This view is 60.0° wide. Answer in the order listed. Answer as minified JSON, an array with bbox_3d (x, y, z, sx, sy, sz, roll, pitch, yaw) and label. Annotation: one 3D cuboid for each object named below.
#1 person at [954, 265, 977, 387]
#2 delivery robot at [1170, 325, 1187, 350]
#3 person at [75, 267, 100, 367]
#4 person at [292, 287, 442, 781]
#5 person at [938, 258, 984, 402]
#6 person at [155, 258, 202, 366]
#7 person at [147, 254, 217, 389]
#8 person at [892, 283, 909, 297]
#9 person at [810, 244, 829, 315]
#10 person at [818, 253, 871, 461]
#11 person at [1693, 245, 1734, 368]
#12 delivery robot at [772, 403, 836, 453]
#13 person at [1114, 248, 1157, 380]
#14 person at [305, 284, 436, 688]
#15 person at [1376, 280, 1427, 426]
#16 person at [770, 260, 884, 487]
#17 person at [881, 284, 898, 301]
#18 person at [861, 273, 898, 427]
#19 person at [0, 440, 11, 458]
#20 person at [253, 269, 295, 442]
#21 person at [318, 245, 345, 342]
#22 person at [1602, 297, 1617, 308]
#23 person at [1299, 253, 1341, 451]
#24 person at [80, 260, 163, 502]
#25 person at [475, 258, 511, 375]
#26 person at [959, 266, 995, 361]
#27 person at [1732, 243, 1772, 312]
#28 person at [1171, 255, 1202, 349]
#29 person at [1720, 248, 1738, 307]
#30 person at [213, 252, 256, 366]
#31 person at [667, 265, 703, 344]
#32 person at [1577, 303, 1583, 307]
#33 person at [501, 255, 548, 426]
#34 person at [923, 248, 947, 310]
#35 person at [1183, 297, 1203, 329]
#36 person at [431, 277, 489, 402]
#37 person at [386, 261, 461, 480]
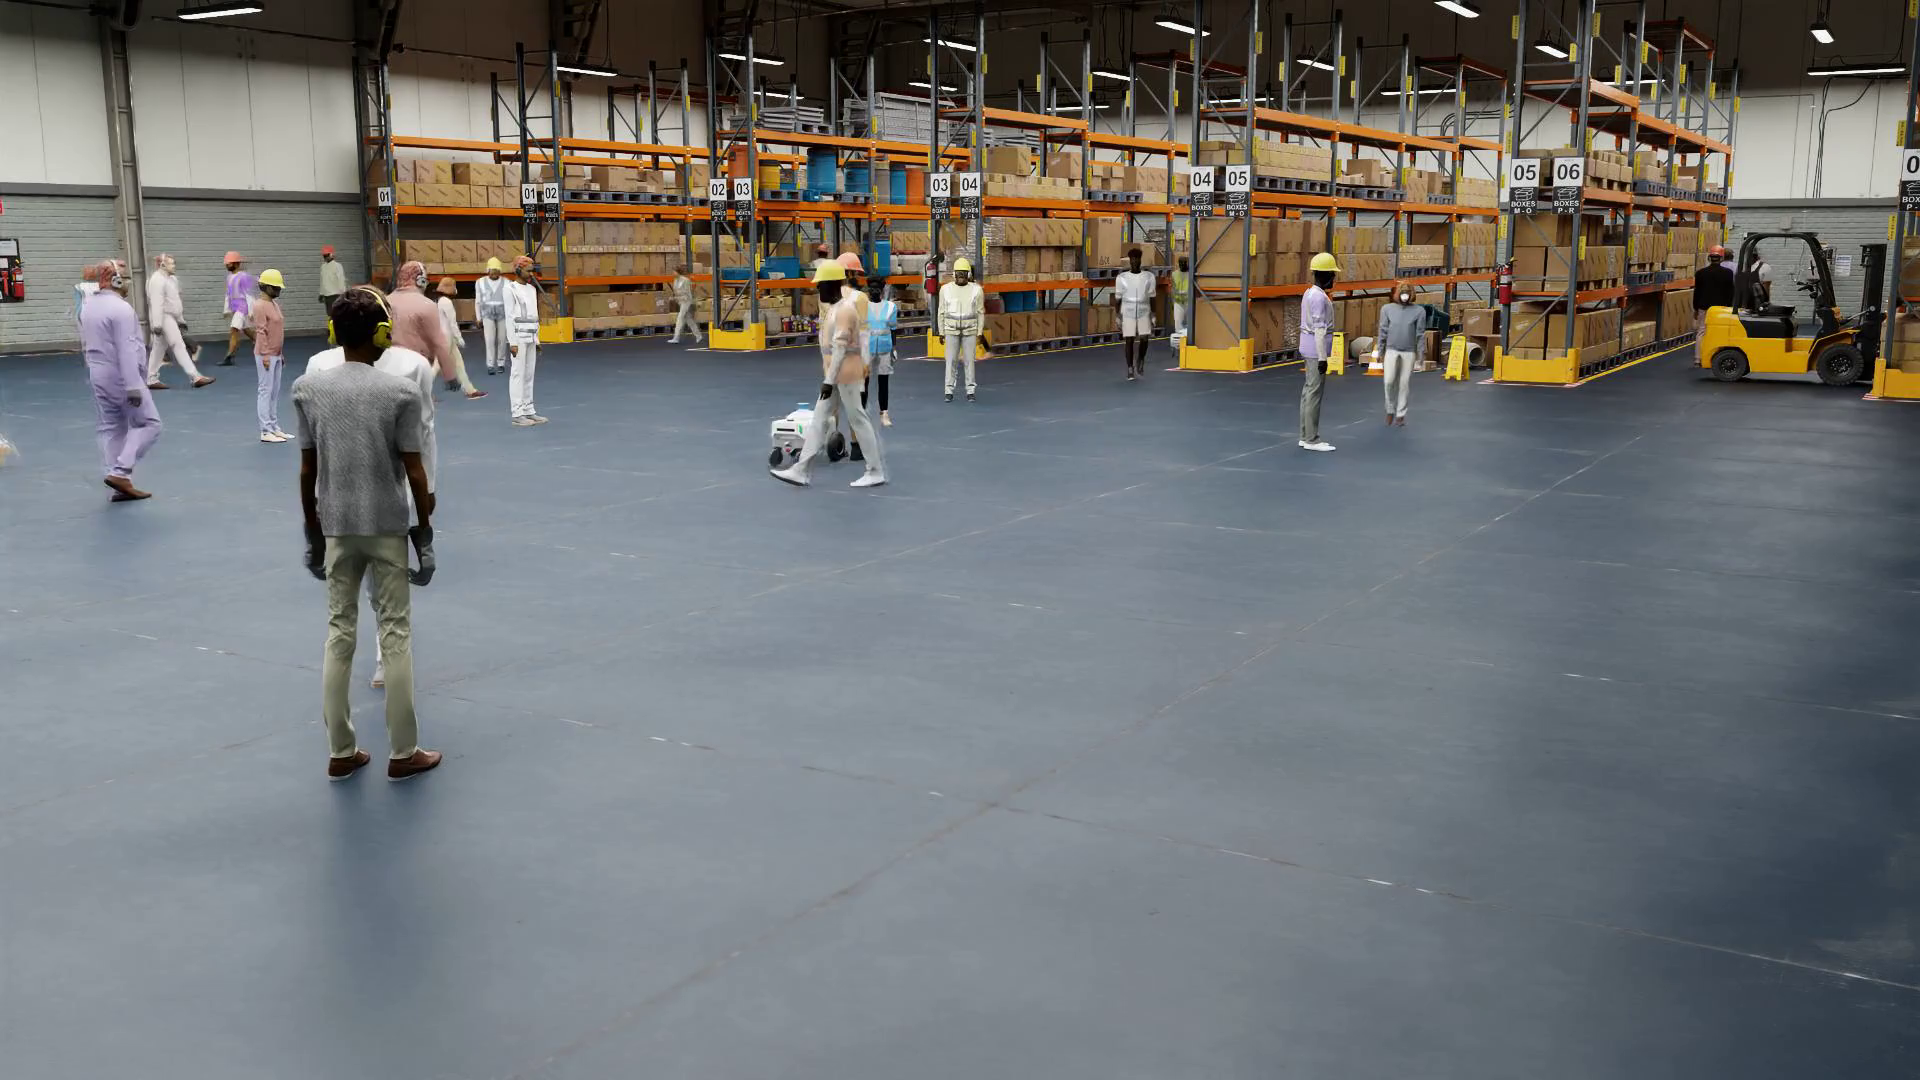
[{"bbox_3d":[0.065,-3.030,23.501,0.493,1.740,0.325,-2,10,-13],"label":"person"},{"bbox_3d":[4.073,-3.609,29.803,0.477,0.478,0.707,8,13,37],"label":"delivery robot"},{"bbox_3d":[-14.223,-3.662,27.325,0.513,1.641,0.307,-5,11,-28],"label":"person"},{"bbox_3d":[-2.227,-0.008,6.264,0.506,1.856,0.311,0,10,1],"label":"person"},{"bbox_3d":[0.011,-2.670,21.216,0.591,1.837,0.403,0,10,0],"label":"person"},{"bbox_3d":[-12.990,-3.774,27.457,0.514,1.828,0.696,8,13,37],"label":"person"},{"bbox_3d":[-10.868,-3.018,23.057,0.968,1.860,0.664,-3,11,-18],"label":"person"},{"bbox_3d":[-1.728,-7.445,47.732,0.590,1.920,0.398,6,12,28],"label":"person"},{"bbox_3d":[-3.329,-6.092,39.953,0.607,2.004,1.030,6,12,29],"label":"person"},{"bbox_3d":[-1.058,-1.712,15.576,0.547,1.934,0.376,6,12,31],"label":"person"},{"bbox_3d":[12.225,-3.776,27.014,0.604,1.986,0.406,9,13,41],"label":"person"},{"bbox_3d":[-1.434,-1.019,15.296,0.477,0.478,0.707,4,11,23],"label":"delivery robot"},{"bbox_3d":[2.592,-3.327,24.557,0.639,1.949,0.426,0,10,1],"label":"person"},{"bbox_3d":[-2.793,-0.294,7.934,0.585,1.847,0.983,-2,10,-11],"label":"person"},{"bbox_3d":[4.882,-2.062,18.397,0.531,1.614,0.453,2,10,13],"label":"person"},{"bbox_3d":[-1.065,-1.347,13.678,0.974,1.874,0.607,-4,11,-20],"label":"person"},{"bbox_3d":[-1.843,-6.457,42.436,0.539,1.824,0.937,5,11,25],"label":"person"},{"bbox_3d":[-0.938,-2.081,18.316,0.530,1.693,0.321,-3,10,-14],"label":"person"},{"bbox_3d":[-9.077,-1.505,14.811,0.940,1.801,0.609,-8,13,-39],"label":"person"},{"bbox_3d":[-7.035,-1.882,17.028,0.335,1.759,0.523,-1,10,-4],"label":"person"},{"bbox_3d":[-12.959,-5.067,34.240,0.621,1.978,0.430,8,13,38],"label":"person"},{"bbox_3d":[14.189,-5.462,36.352,0.630,2.011,0.839,7,12,34],"label":"person"},{"bbox_3d":[3.513,-1.836,16.292,0.367,1.927,0.587,0,10,3],"label":"person"},{"bbox_3d":[-6.535,-1.231,12.987,0.676,1.891,0.432,8,13,37],"label":"person"},{"bbox_3d":[-7.179,-3.459,25.747,0.617,1.796,0.768,-3,11,-16],"label":"person"},{"bbox_3d":[0.248,-3.895,28.586,0.744,1.647,0.592,2,10,11],"label":"person"},{"bbox_3d":[14.020,-4.275,29.637,0.539,2.000,0.702,-10,14,-43],"label":"person"},{"bbox_3d":[4.406,-4.602,32.211,0.646,1.803,0.920,5,11,26],"label":"person"},{"bbox_3d":[14.496,-4.558,31.547,0.638,1.944,0.484,5,11,27],"label":"person"},{"bbox_3d":[-11.983,-3.849,27.708,0.558,1.891,1.024,10,14,43],"label":"person"},{"bbox_3d":[-5.561,-4.781,33.733,0.835,1.586,0.562,-7,12,-34],"label":"person"},{"bbox_3d":[14.485,-5.966,39.608,0.984,1.857,0.668,5,11,28],"label":"person"},{"bbox_3d":[-4.862,-2.221,18.563,0.356,1.886,0.574,3,10,15],"label":"person"},{"bbox_3d":[-0.423,-4.600,31.783,0.638,1.922,0.556,4,11,21],"label":"person"},{"bbox_3d":[4.668,-4.879,33.699,0.605,1.808,0.661,9,14,41],"label":"person"},{"bbox_3d":[-6.547,-2.562,21.305,0.873,1.586,0.497,-4,11,-21],"label":"person"},{"bbox_3d":[-4.513,-1.371,13.867,0.653,1.871,0.741,7,12,34],"label":"person"}]
